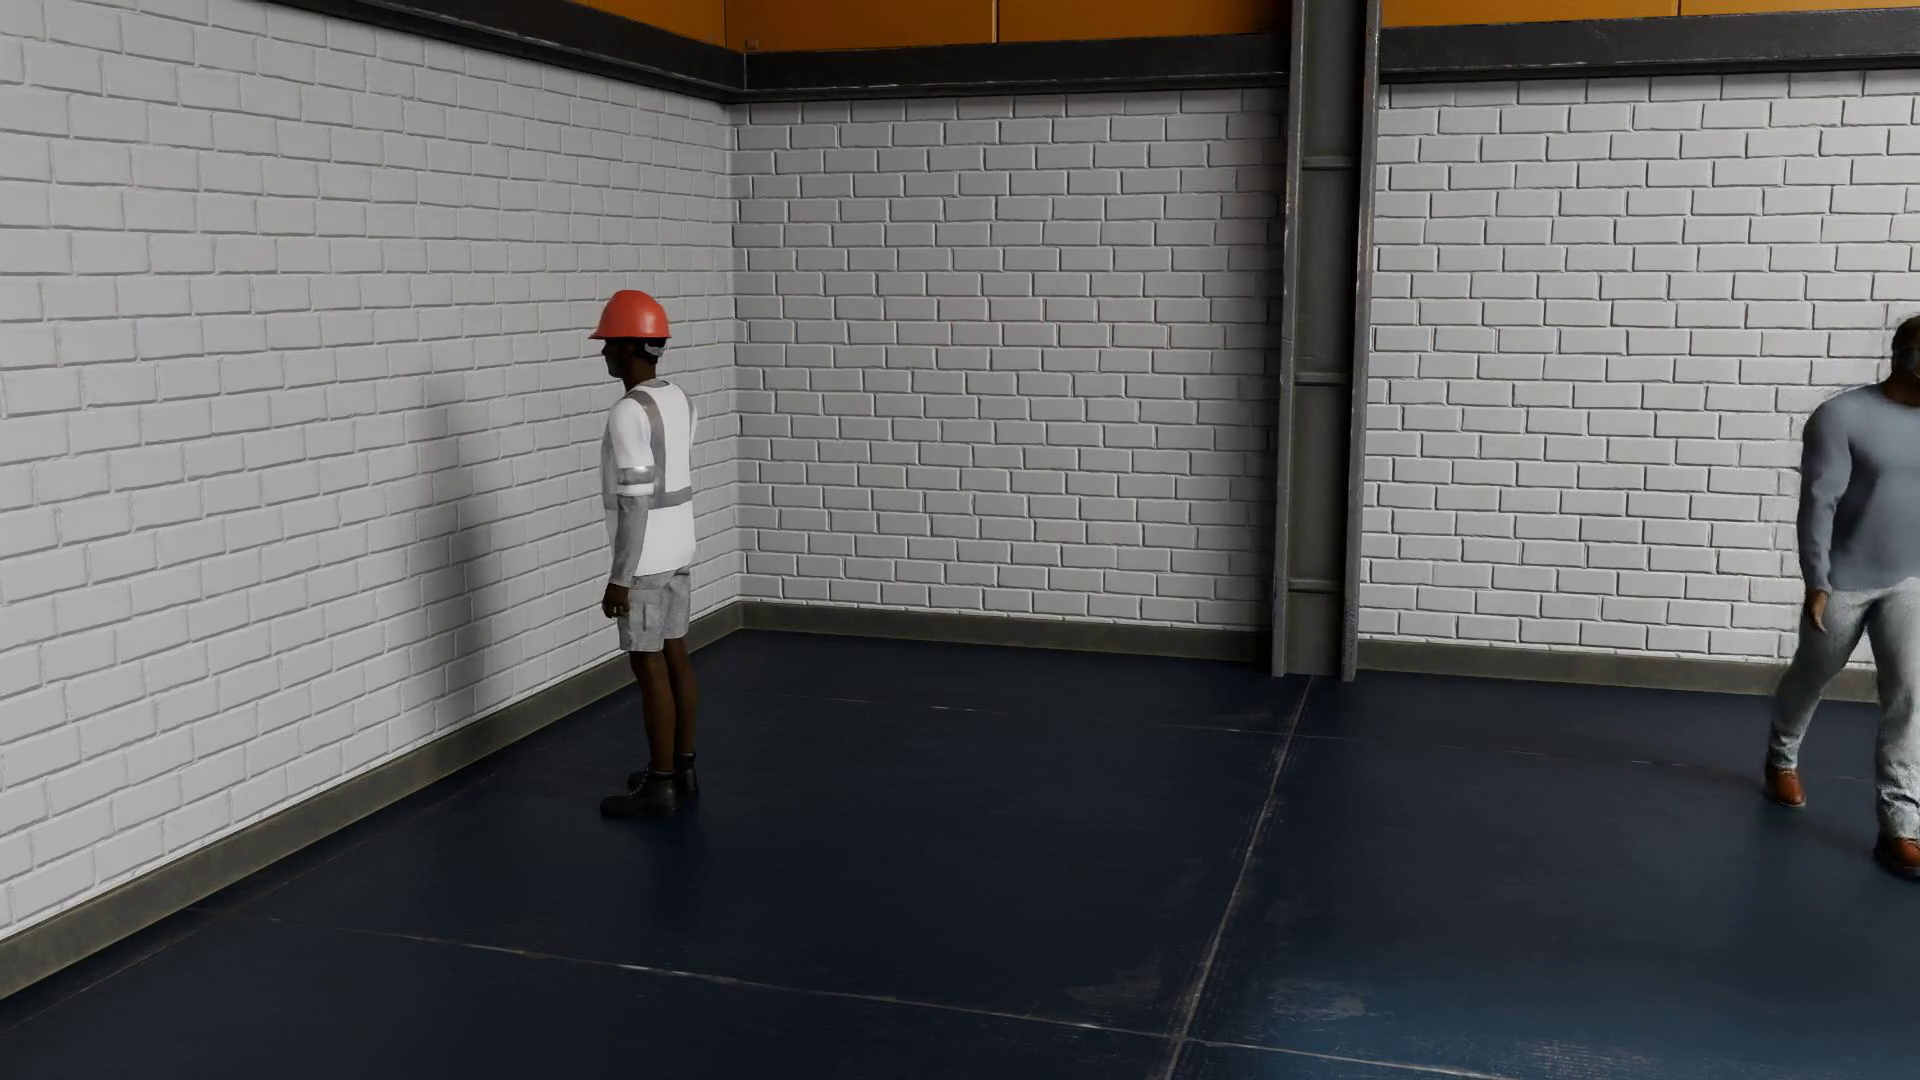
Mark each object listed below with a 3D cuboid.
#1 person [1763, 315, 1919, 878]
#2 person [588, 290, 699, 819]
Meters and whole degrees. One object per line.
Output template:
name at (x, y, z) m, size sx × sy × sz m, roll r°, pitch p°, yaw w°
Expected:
person at (3.208, 0.133, 5.863) m, size 0.649 × 1.882 × 1.059 m, roll 1°, pitch 9°, yaw 5°
person at (-1.167, 0.059, 6.125) m, size 0.362 × 1.939 × 0.542 m, roll 2°, pitch 10°, yaw 12°
